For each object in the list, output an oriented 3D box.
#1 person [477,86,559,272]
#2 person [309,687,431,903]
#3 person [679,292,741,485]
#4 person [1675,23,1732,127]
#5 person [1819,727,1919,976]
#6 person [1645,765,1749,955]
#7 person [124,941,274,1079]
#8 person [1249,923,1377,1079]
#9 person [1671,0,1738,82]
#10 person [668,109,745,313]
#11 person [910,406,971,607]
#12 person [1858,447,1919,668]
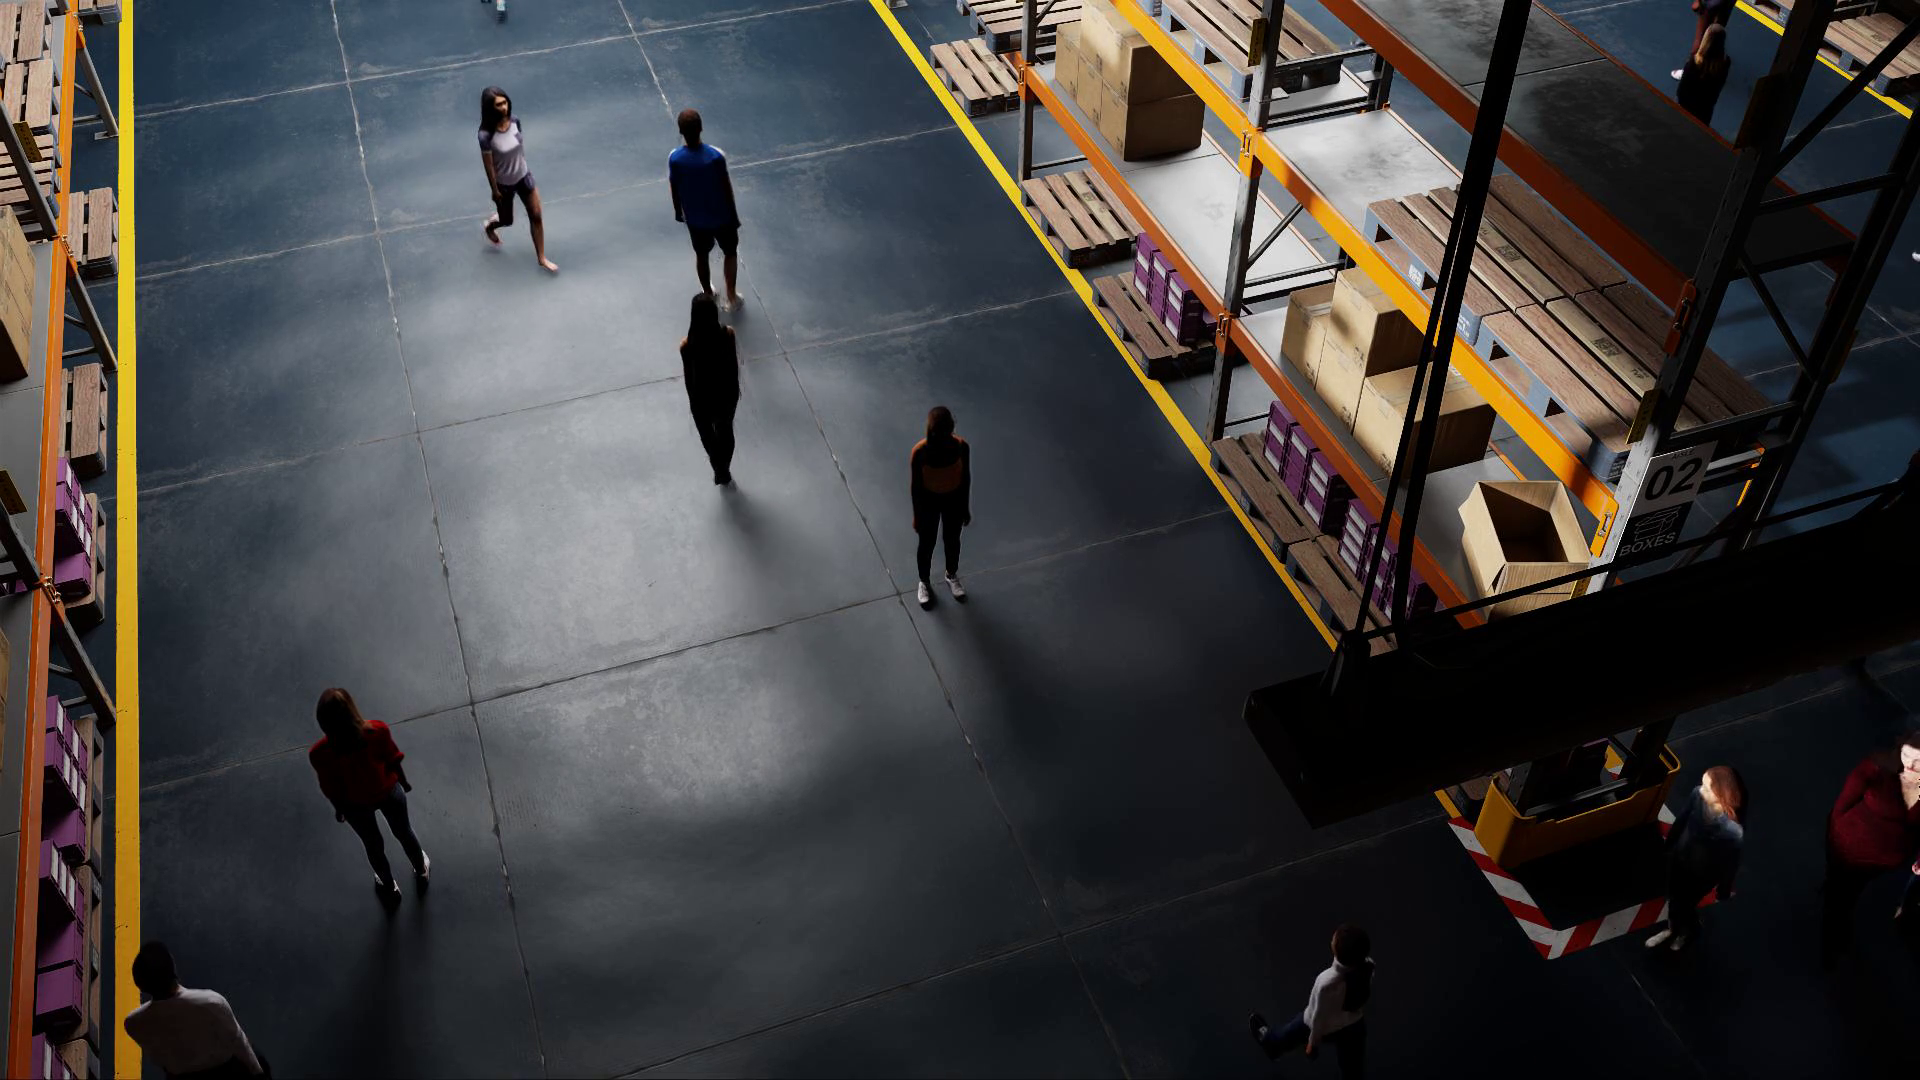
[{"bbox_3d":[-3.905,-3.119,14.277,1.117,1.682,0.957,27,50,25],"label":"person"},{"bbox_3d":[-3.352,1.454,9.460,0.663,1.704,0.580,-24,49,-23],"label":"person"},{"bbox_3d":[-1.760,-1.031,12.087,0.599,1.679,0.706,-18,46,-18],"label":"person"},{"bbox_3d":[6.652,-3.837,15.047,0.811,1.660,1.008,4,44,4],"label":"person"},{"bbox_3d":[5.090,1.586,9.310,0.891,1.720,1.007,3,44,3],"label":"person"},{"bbox_3d":[4.178,1.784,9.291,0.666,1.460,0.479,-17,46,-17],"label":"person"},{"bbox_3d":[-3.663,2.653,8.093,0.611,1.855,0.687,-12,45,-12],"label":"person"},{"bbox_3d":[1.956,2.536,8.468,0.657,1.506,1.125,-20,47,-20],"label":"person"},{"bbox_3d":[7.625,-5.421,16.664,0.638,1.723,0.583,-20,47,-20],"label":"person"},{"bbox_3d":[-2.090,-2.647,13.653,0.827,1.858,0.833,0,44,1],"label":"person"},{"bbox_3d":[-0.137,-0.248,11.301,0.582,1.629,0.539,-10,45,-10],"label":"person"},{"bbox_3d":[6.103,0.117,10.857,0.898,1.714,1.191,3,44,3],"label":"person"}]
